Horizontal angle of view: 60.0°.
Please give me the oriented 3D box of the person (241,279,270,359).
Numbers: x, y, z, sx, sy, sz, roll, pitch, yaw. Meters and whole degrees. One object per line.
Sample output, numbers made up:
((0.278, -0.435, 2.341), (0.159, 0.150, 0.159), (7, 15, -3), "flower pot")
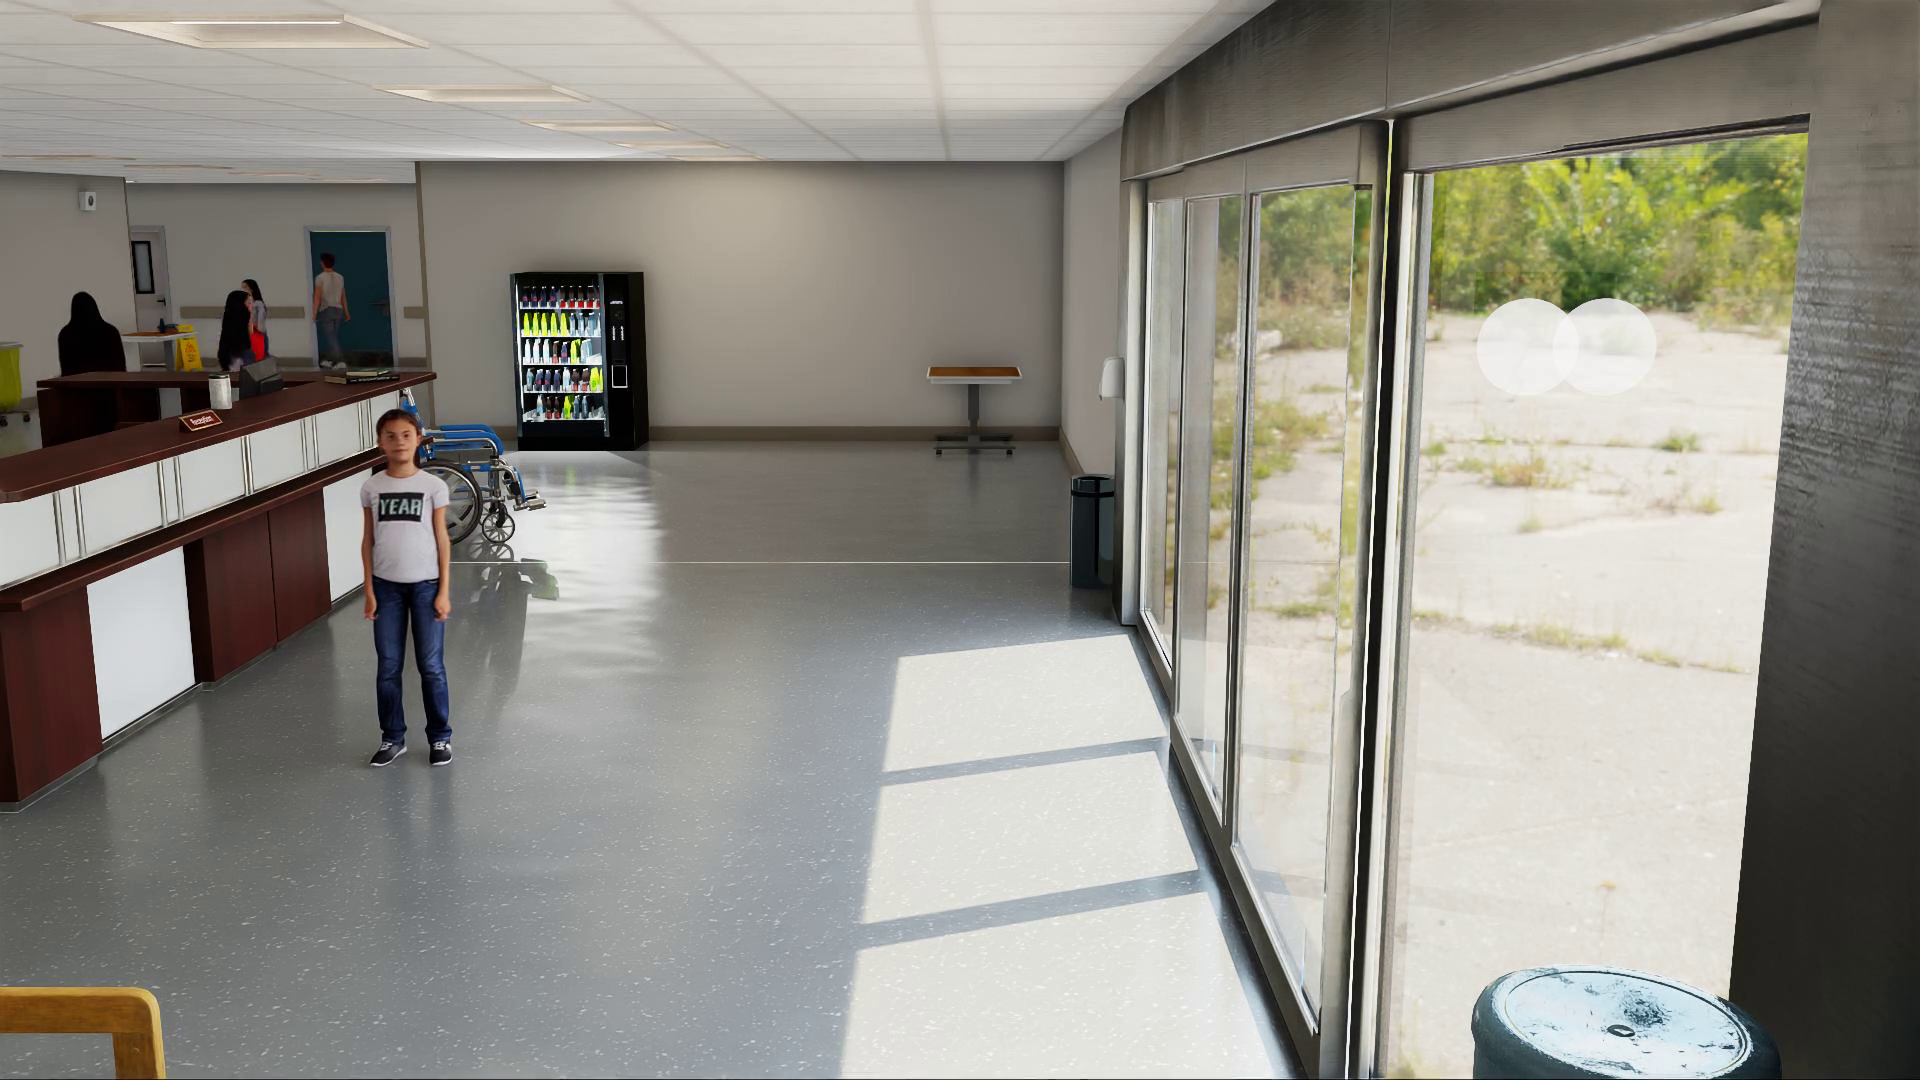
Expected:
((-9.215, -2.617, 21.954), (0.923, 1.607, 0.922), (6, 12, 30), "person")

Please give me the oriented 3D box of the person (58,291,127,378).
((-7.563, -1.268, 14.560), (1.117, 1.714, 0.926), (-3, 11, -16), "person")

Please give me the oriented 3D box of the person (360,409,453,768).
((-2.412, 0.195, 7.256), (0.477, 1.562, 0.603), (-1, 11, -5), "person")

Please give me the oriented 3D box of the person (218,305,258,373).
((-5.764, -0.995, 13.217), (1.075, 1.679, 1.095), (9, 14, 41), "person")

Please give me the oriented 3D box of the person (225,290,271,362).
((-6.467, -1.388, 15.102), (0.731, 1.748, 0.713), (-5, 12, -23), "person")

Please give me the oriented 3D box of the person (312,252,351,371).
((-9.945, -3.585, 26.381), (1.224, 1.859, 1.084), (8, 13, 35), "person")
